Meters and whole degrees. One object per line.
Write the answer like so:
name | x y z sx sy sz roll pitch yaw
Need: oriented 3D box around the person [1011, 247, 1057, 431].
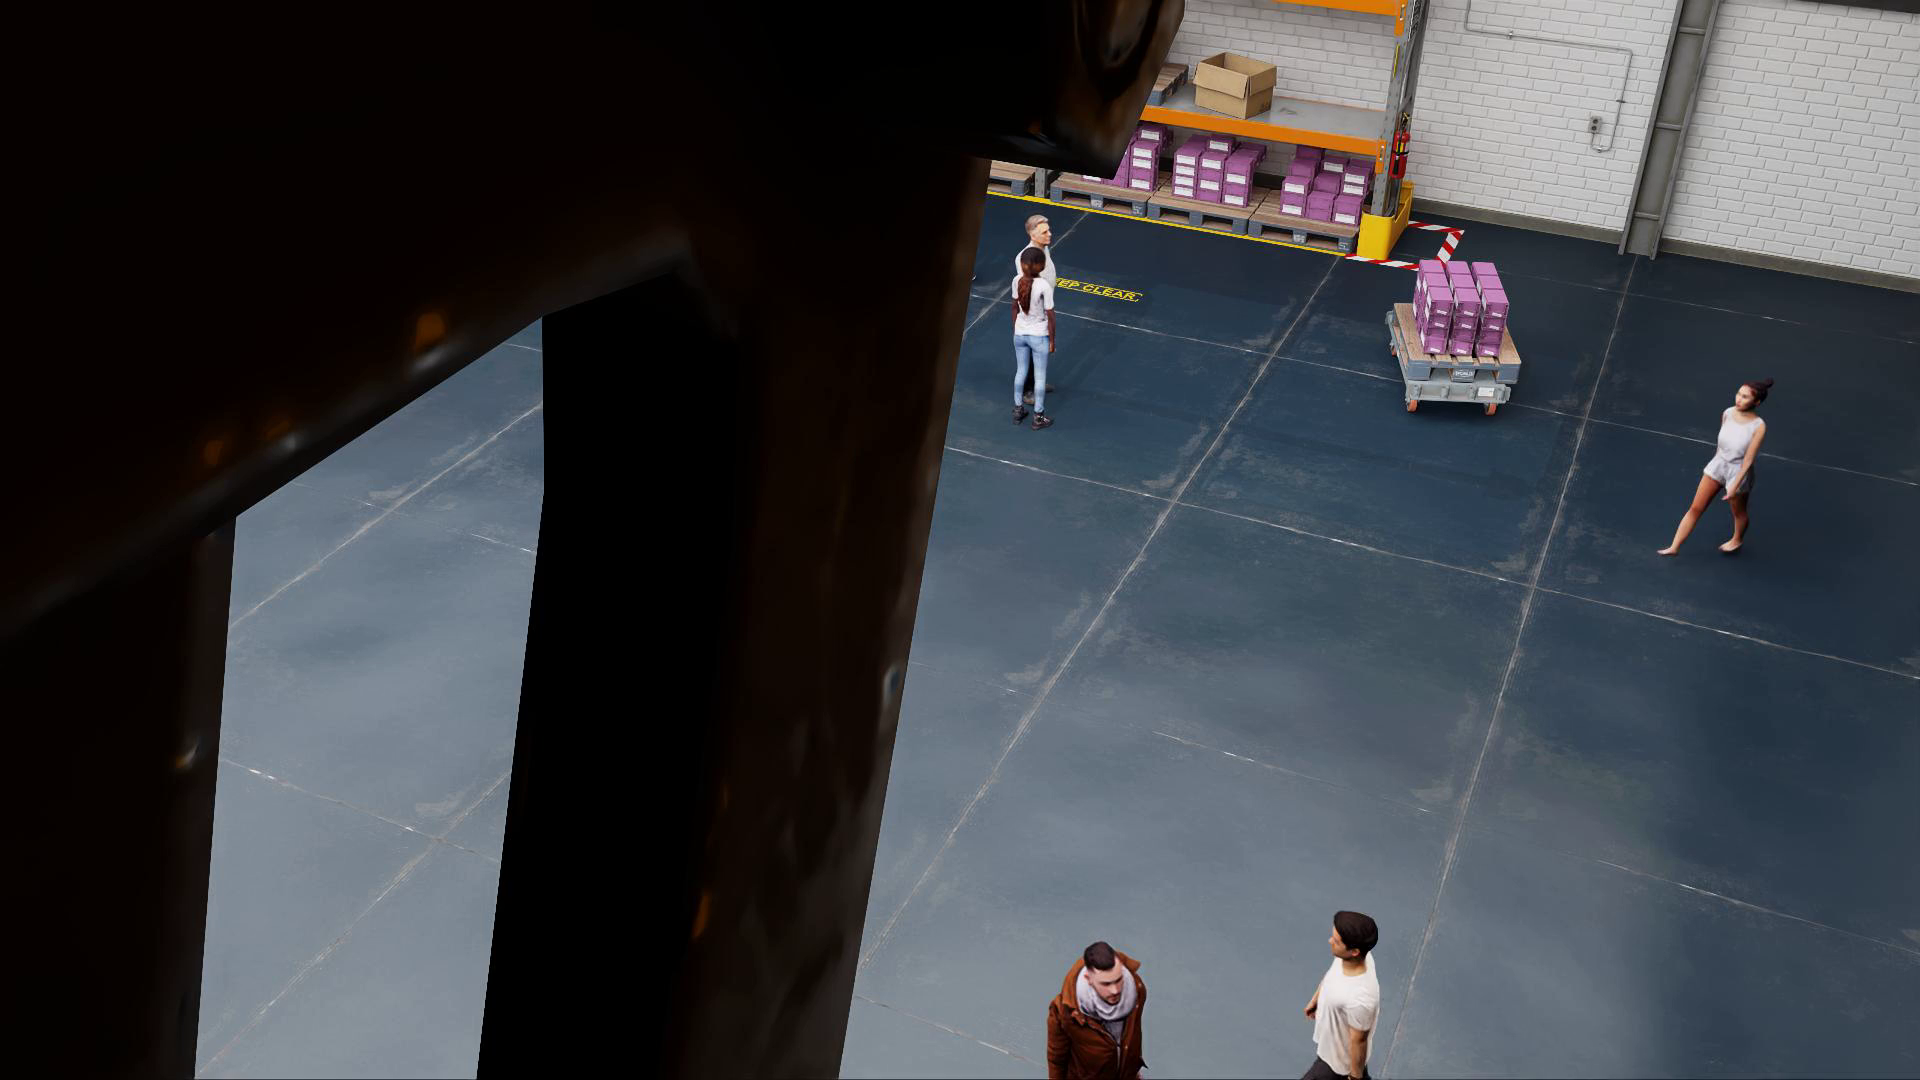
person | 0.649 -1.826 14.959 0.506 1.720 0.683 22 39 29

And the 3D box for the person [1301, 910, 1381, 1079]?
person | 2.017 2.547 8.417 1.145 1.679 0.845 6 34 8

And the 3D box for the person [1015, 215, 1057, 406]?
person | 0.691 -2.154 15.362 0.540 1.820 0.645 15 36 21

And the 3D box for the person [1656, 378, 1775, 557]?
person | 6.165 -0.532 13.156 1.029 1.563 1.054 -16 37 -23

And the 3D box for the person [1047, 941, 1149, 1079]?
person | 0.656 2.646 8.125 0.850 1.839 0.891 -18 38 -25
